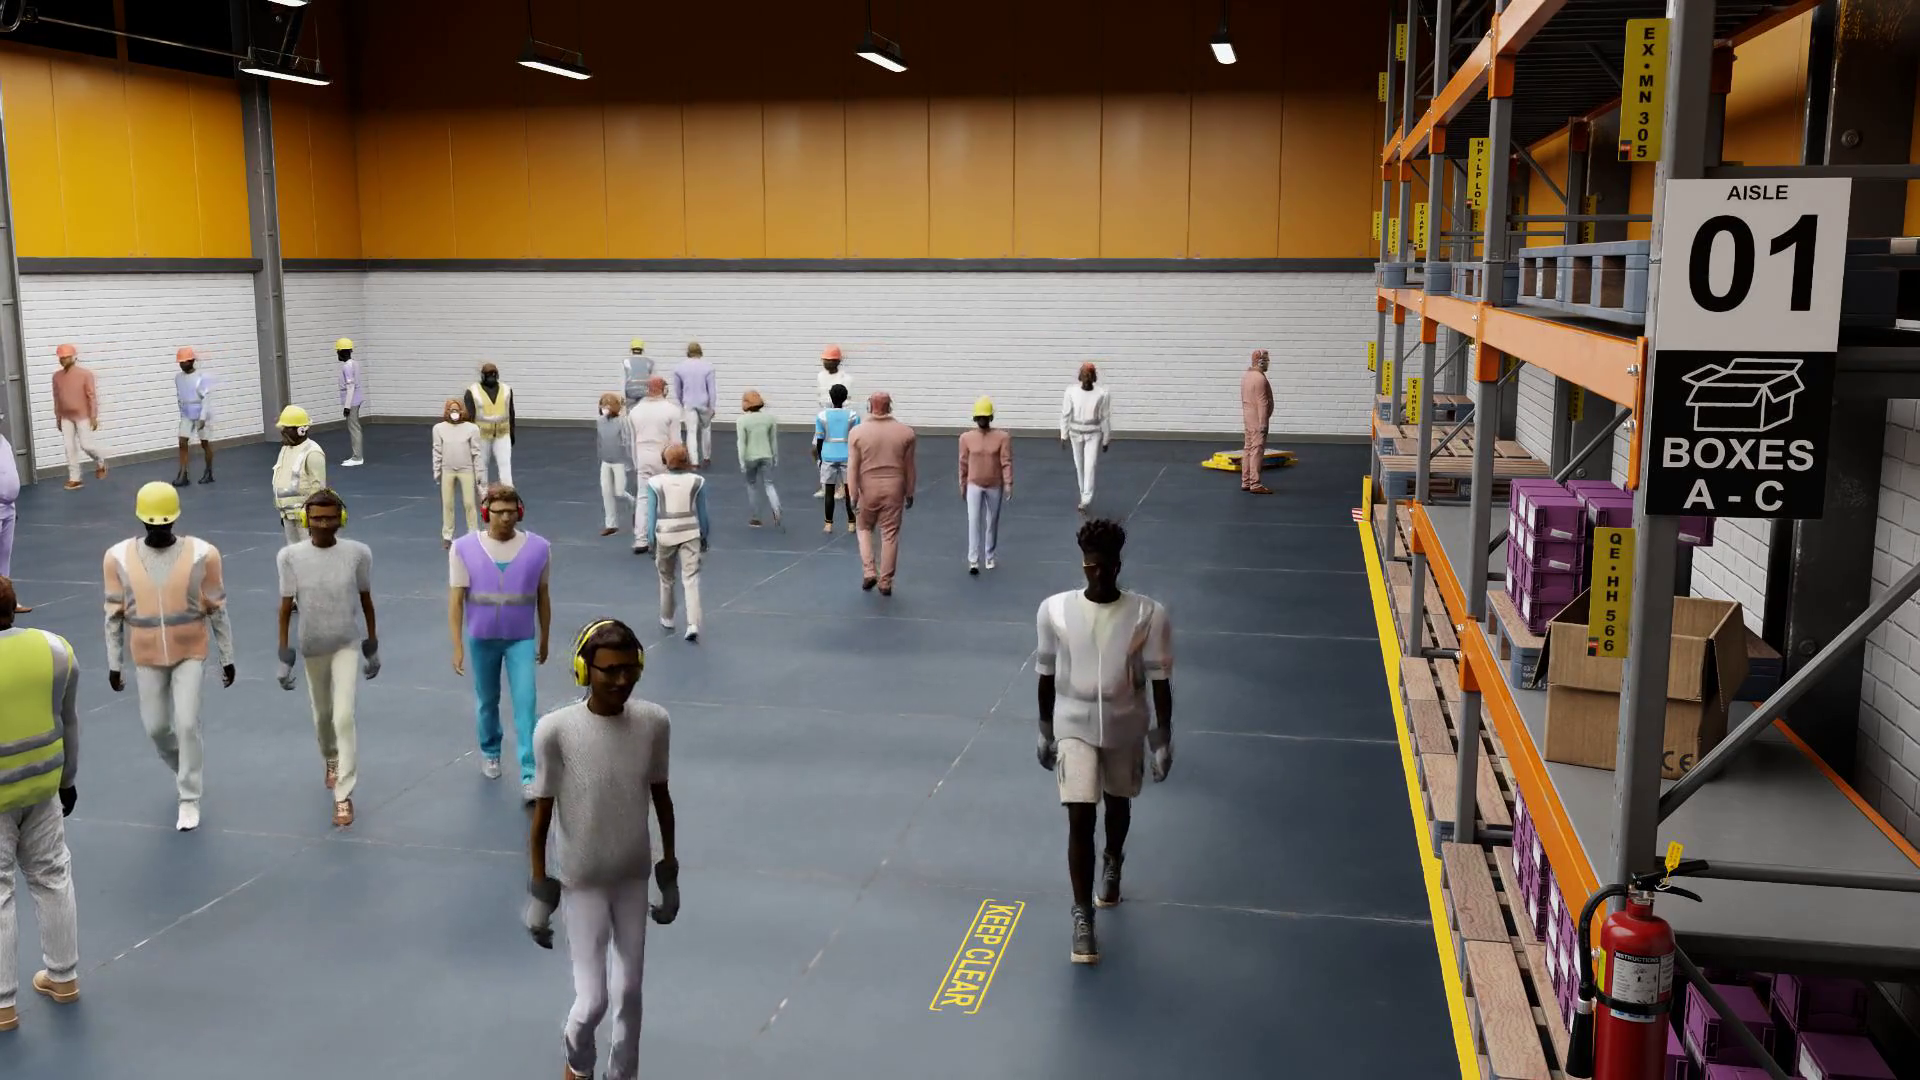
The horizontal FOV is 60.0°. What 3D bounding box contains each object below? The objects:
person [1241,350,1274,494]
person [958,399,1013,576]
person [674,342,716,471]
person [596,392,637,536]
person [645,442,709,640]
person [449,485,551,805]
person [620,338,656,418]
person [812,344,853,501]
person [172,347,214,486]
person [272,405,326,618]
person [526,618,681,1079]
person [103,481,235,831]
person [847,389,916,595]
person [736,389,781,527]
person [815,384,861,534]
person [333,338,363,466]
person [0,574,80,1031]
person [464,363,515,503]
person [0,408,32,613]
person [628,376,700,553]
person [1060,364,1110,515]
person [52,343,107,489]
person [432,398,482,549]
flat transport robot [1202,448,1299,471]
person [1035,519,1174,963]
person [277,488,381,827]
[{"bbox_3d":[3.959,-1.568,22.066,0.408,1.905,0.653,-2,10,-10],"label":"person"},{"bbox_3d":[0.248,-0.515,16.290,0.527,1.721,0.902,0,9,-1],"label":"person"},{"bbox_3d":[-3.905,-1.983,24.660,0.621,1.872,1.088,-1,9,-4],"label":"person"},{"bbox_3d":[-3.841,-0.858,18.651,0.516,1.613,0.499,5,11,30],"label":"person"},{"bbox_3d":[-2.298,-0.003,13.566,0.527,1.598,0.871,-3,10,-19],"label":"person"},{"bbox_3d":[-2.624,0.568,9.553,0.573,1.798,0.971,-3,10,-18],"label":"person"},{"bbox_3d":[-5.359,-2.442,27.626,0.614,1.803,0.747,-3,10,-19],"label":"person"},{"bbox_3d":[-1.669,-1.493,21.263,0.631,2.019,0.618,9,13,42],"label":"person"},{"bbox_3d":[-10.533,-1.676,22.757,0.547,1.897,0.868,1,9,6],"label":"person"},{"bbox_3d":[-5.688,-0.247,14.321,0.590,1.835,0.404,8,12,39],"label":"person"},{"bbox_3d":[-1.200,1.179,5.674,0.550,1.855,0.391,-7,12,-35],"label":"person"},{"bbox_3d":[-4.311,0.594,9.106,0.630,1.895,0.713,-3,10,-16],"label":"person"},{"bbox_3d":[-0.726,-0.441,15.320,0.660,1.886,0.507,-2,10,-10],"label":"person"},{"bbox_3d":[-2.295,-0.922,19.027,0.512,1.607,0.596,-5,11,-27],"label":"person"},{"bbox_3d":[-1.359,-0.911,18.726,0.539,1.699,0.317,0,9,-3],"label":"person"},{"bbox_3d":[-9.201,-2.077,25.064,0.369,1.928,0.586,-2,10,-13],"label":"person"},{"bbox_3d":[-3.830,1.023,6.651,0.429,1.842,0.633,5,11,26],"label":"person"},{"bbox_3d":[-5.893,-1.323,20.940,0.661,1.786,0.982,-5,11,-29],"label":"person"},{"bbox_3d":[-8.249,-0.265,14.217,0.406,1.904,0.654,-1,9,-5],"label":"person"},{"bbox_3d":[-3.179,-0.814,17.697,0.655,1.846,1.009,4,10,21],"label":"person"},{"bbox_3d":[1.535,-1.237,20.336,0.567,1.827,1.033,3,10,16],"label":"person"},{"bbox_3d":[-11.963,-1.691,22.567,0.629,1.980,0.610,1,9,4],"label":"person"},{"bbox_3d":[-5.360,-0.709,17.743,0.511,1.627,0.284,-1,9,-5],"label":"person"},{"bbox_3d":[4.352,-1.213,24.843,1.431,0.197,0.652,-7,12,-38],"label":"flat transport robot"},{"bbox_3d":[0.651,0.840,7.538,0.619,1.920,0.994,1,9,5],"label":"person"},{"bbox_3d":[-3.534,0.600,9.311,0.525,1.821,0.977,-3,10,-17],"label":"person"}]
